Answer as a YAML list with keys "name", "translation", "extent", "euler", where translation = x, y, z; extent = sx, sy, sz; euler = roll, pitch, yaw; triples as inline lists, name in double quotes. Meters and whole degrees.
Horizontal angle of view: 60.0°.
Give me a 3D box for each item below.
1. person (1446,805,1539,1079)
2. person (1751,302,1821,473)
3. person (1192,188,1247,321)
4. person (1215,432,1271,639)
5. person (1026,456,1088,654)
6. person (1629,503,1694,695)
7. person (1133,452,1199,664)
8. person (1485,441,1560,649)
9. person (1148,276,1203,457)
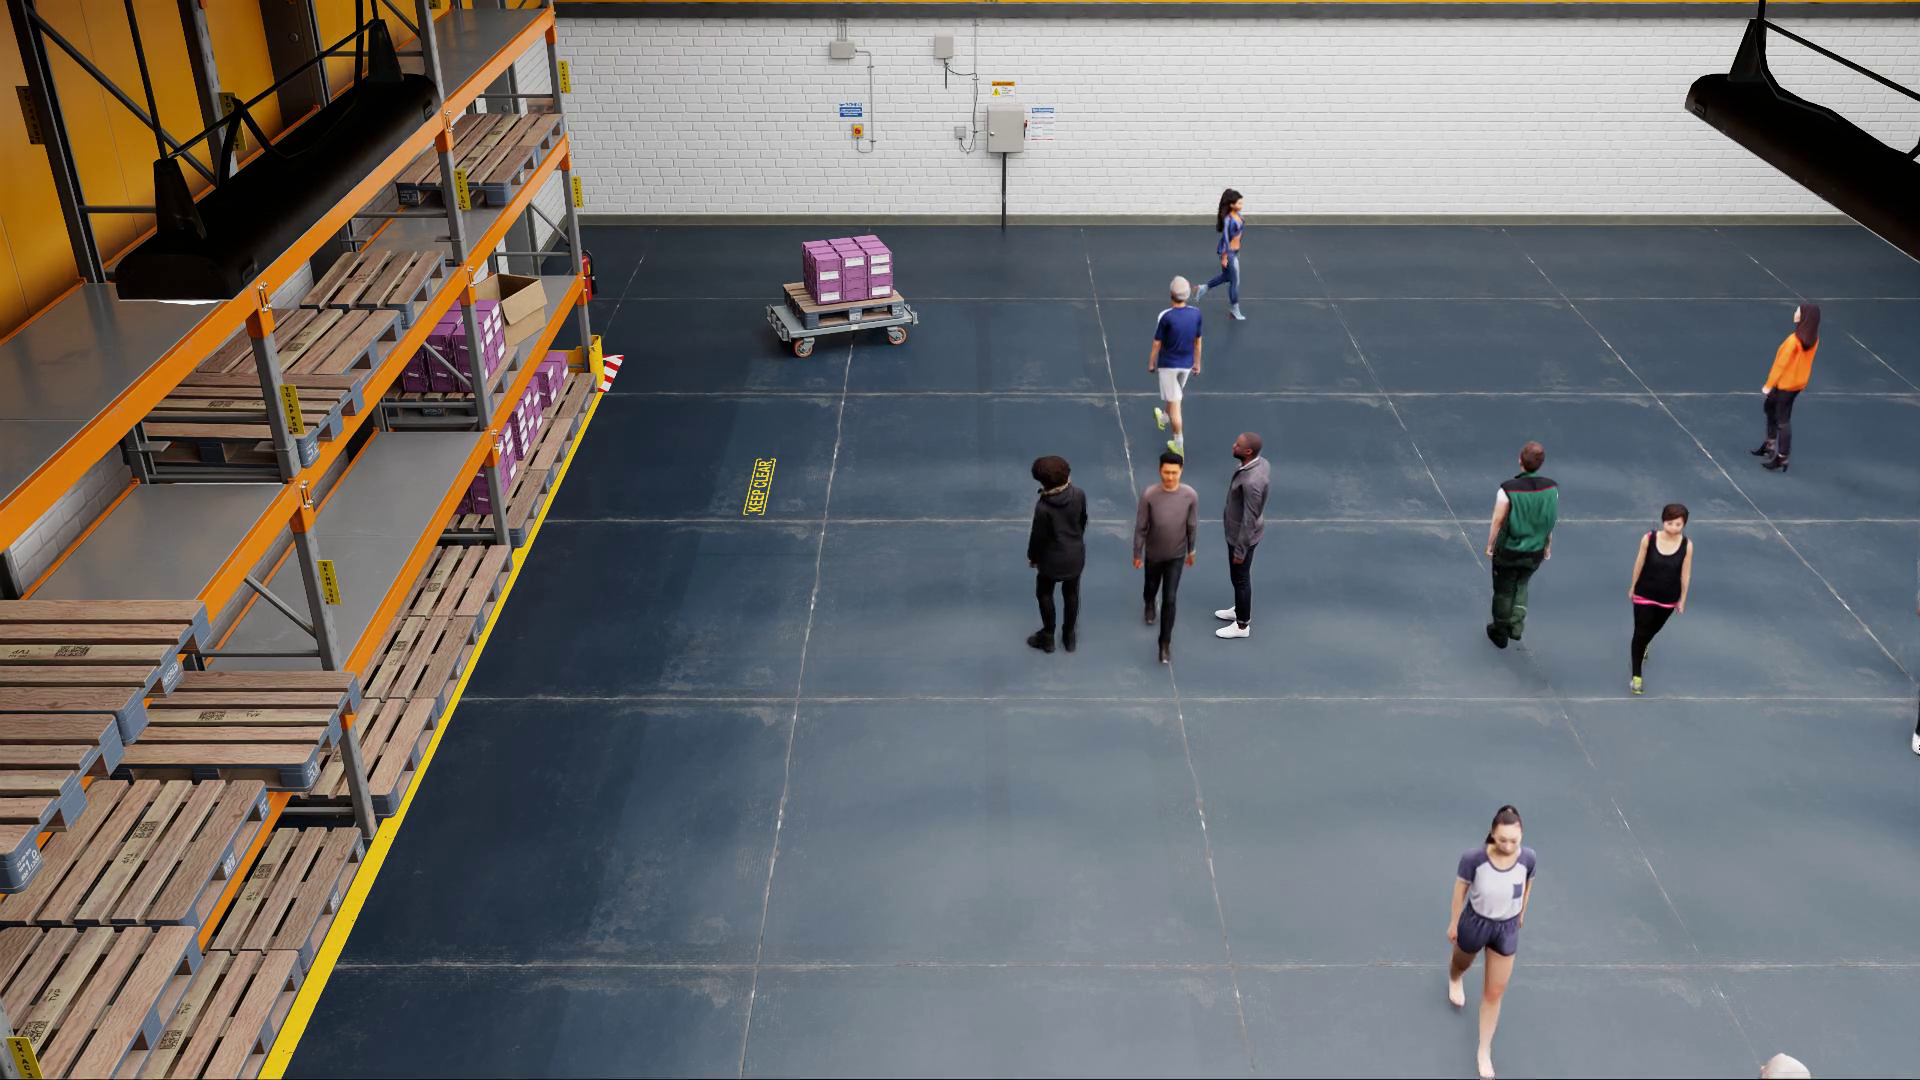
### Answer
- name: "person"
  translation: [3.044, 2.218, 9.697]
  extent: [0.694, 1.604, 1.082]
  euler: [3, 29, 5]
- name: "person"
  translation: [8.234, -1.480, 16.339]
  extent: [0.836, 1.735, 0.777]
  euler: [25, 37, 38]
- name: "person"
  translation: [3.189, -3.449, 20.090]
  extent: [0.952, 1.600, 1.011]
  euler: [14, 32, 24]
- name: "person"
  translation: [2.329, -0.047, 13.626]
  extent: [0.818, 1.817, 0.569]
  euler: [4, 29, 8]
- name: "person"
  translation: [0.817, 0.102, 13.411]
  extent: [0.718, 1.761, 0.689]
  euler: [-5, 29, -9]
- name: "person"
  translation: [5.515, 0.386, 13.150]
  extent: [0.733, 1.513, 1.077]
  euler: [8, 30, 14]
- name: "person"
  translation: [1.657, 0.065, 13.498]
  extent: [1.074, 1.743, 0.679]
  euler: [0, 29, 0]
- name: "person"
  translation: [4.516, 0.097, 13.350]
  extent: [0.647, 1.829, 0.648]
  euler: [0, 29, -1]
- name: "person"
  translation: [2.210, -1.712, 16.690]
  extent: [0.928, 1.806, 1.160]
  euler: [-12, 31, -20]
